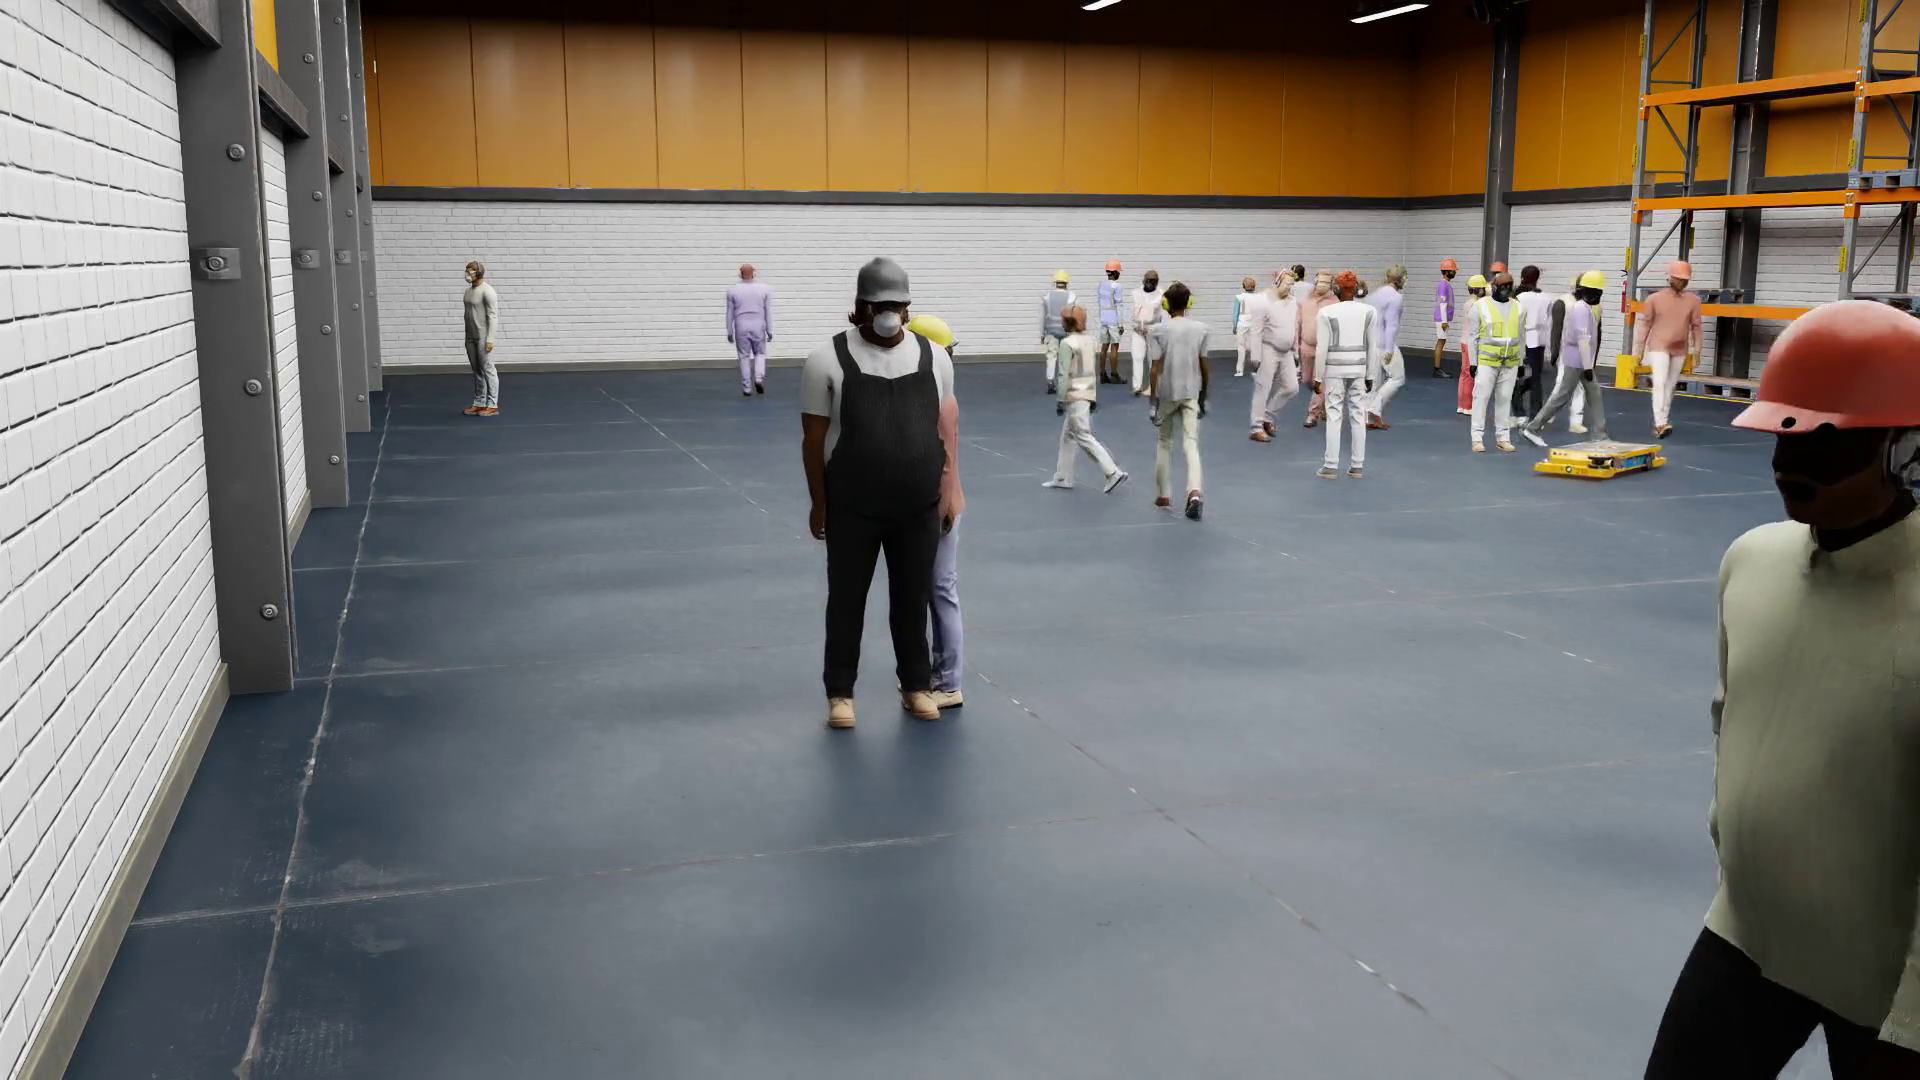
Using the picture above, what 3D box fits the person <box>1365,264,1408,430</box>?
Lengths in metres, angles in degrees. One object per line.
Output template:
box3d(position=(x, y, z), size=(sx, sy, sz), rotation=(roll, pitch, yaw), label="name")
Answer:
box3d(position=(4.868, -2.186, 19.022), size=(0.455, 1.916, 0.637), rotation=(-2, 10, -9), label="person")

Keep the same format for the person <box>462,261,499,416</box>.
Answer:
box3d(position=(-6.036, -2.527, 20.907), size=(0.627, 1.940, 0.370), rotation=(9, 13, 43), label="person")

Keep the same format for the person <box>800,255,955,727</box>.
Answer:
box3d(position=(-0.323, -0.205, 7.169), size=(0.687, 2.000, 0.536), rotation=(-3, 10, -17), label="person")

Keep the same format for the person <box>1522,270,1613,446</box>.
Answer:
box3d(position=(6.443, -1.883, 17.437), size=(1.021, 1.876, 0.592), rotation=(5, 11, 26), label="person")

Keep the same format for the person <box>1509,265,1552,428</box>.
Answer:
box3d(position=(6.598, -2.244, 19.397), size=(0.617, 1.895, 0.583), rotation=(-6, 11, -31), label="person")

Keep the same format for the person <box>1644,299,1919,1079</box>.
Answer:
box3d(position=(1.219, 0.635, 2.510), size=(0.913, 1.957, 0.634), rotation=(-3, 10, -17), label="person")

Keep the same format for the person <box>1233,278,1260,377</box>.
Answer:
box3d(position=(4.753, -3.504, 27.452), size=(0.511, 1.634, 0.313), rotation=(-2, 10, -13), label="person")

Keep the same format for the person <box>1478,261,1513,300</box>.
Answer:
box3d(position=(8.696, -3.568, 27.018), size=(0.555, 1.919, 0.789), rotation=(0, 10, -3), label="person")

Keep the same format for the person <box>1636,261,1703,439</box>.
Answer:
box3d(position=(7.841, -2.072, 18.268), size=(0.639, 1.937, 0.993), rotation=(1, 10, 3), label="person")

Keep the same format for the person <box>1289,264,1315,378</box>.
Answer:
box3d(position=(5.561, -3.586, 27.292), size=(0.564, 1.850, 0.510), rotation=(0, 10, -1), label="person")

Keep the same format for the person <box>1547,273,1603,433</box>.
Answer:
box3d(position=(7.012, -2.141, 19.013), size=(0.646, 1.822, 0.616), rotation=(-2, 10, -11), label="person")

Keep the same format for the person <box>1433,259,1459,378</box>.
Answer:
box3d(position=(7.946, -3.619, 27.230), size=(0.362, 1.939, 0.543), rotation=(3, 10, 16), label="person")

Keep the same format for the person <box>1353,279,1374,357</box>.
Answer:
box3d(position=(6.323, -3.310, 26.340), size=(0.528, 1.620, 0.385), rotation=(2, 10, 10), label="person")

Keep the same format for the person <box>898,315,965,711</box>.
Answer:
box3d(position=(-0.137, -0.120, 7.475), size=(0.311, 1.768, 0.531), rotation=(-1, 10, -5), label="person")

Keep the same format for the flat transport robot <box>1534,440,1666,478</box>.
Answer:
box3d(position=(6.002, -0.769, 15.550), size=(0.652, 0.197, 1.431), rotation=(9, 13, 43), label="flat transport robot")

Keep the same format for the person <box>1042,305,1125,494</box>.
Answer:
box3d(position=(1.066, -1.199, 14.199), size=(0.798, 1.610, 0.526), rotation=(6, 11, 29), label="person")

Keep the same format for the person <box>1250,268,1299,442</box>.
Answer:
box3d(position=(3.420, -1.999, 18.035), size=(0.761, 1.877, 0.457), rotation=(-8, 12, -37), label="person")

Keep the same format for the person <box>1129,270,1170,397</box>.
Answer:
box3d(position=(2.659, -2.909, 23.556), size=(0.647, 1.789, 0.901), rotation=(5, 11, 25), label="person")

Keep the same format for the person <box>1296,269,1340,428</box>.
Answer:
box3d(position=(4.281, -2.284, 19.727), size=(0.636, 1.863, 0.839), rotation=(7, 12, 34), label="person")

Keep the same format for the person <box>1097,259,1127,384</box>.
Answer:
box3d(position=(2.375, -3.401, 25.972), size=(0.358, 1.938, 0.542), rotation=(-7, 12, -36), label="person")

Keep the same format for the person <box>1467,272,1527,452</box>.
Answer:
box3d(position=(5.530, -1.823, 17.114), size=(0.627, 1.844, 0.429), rotation=(-1, 10, -7), label="person")

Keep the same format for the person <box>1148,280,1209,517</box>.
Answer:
box3d(position=(1.727, -1.108, 13.019), size=(0.521, 1.838, 0.903), rotation=(-1, 10, -3), label="person")

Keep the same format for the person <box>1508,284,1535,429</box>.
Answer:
box3d(position=(6.463, -2.136, 19.373), size=(0.546, 1.679, 0.428), rotation=(-9, 13, -43), label="person")

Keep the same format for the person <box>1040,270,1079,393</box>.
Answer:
box3d(position=(1.441, -3.042, 24.323), size=(0.598, 1.801, 0.880), rotation=(3, 10, 14), label="person")

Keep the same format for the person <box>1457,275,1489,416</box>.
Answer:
box3d(position=(6.469, -2.446, 20.942), size=(0.308, 1.769, 0.525), rotation=(0, 10, 2), label="person")

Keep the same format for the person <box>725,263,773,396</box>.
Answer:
box3d(position=(-3.017, -3.004, 23.784), size=(0.669, 1.894, 0.432), rotation=(-2, 10, -10), label="person")

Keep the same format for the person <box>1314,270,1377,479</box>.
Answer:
box3d(position=(3.482, -1.493, 15.075), size=(0.574, 1.887, 0.356), rotation=(-2, 10, -10), label="person")
